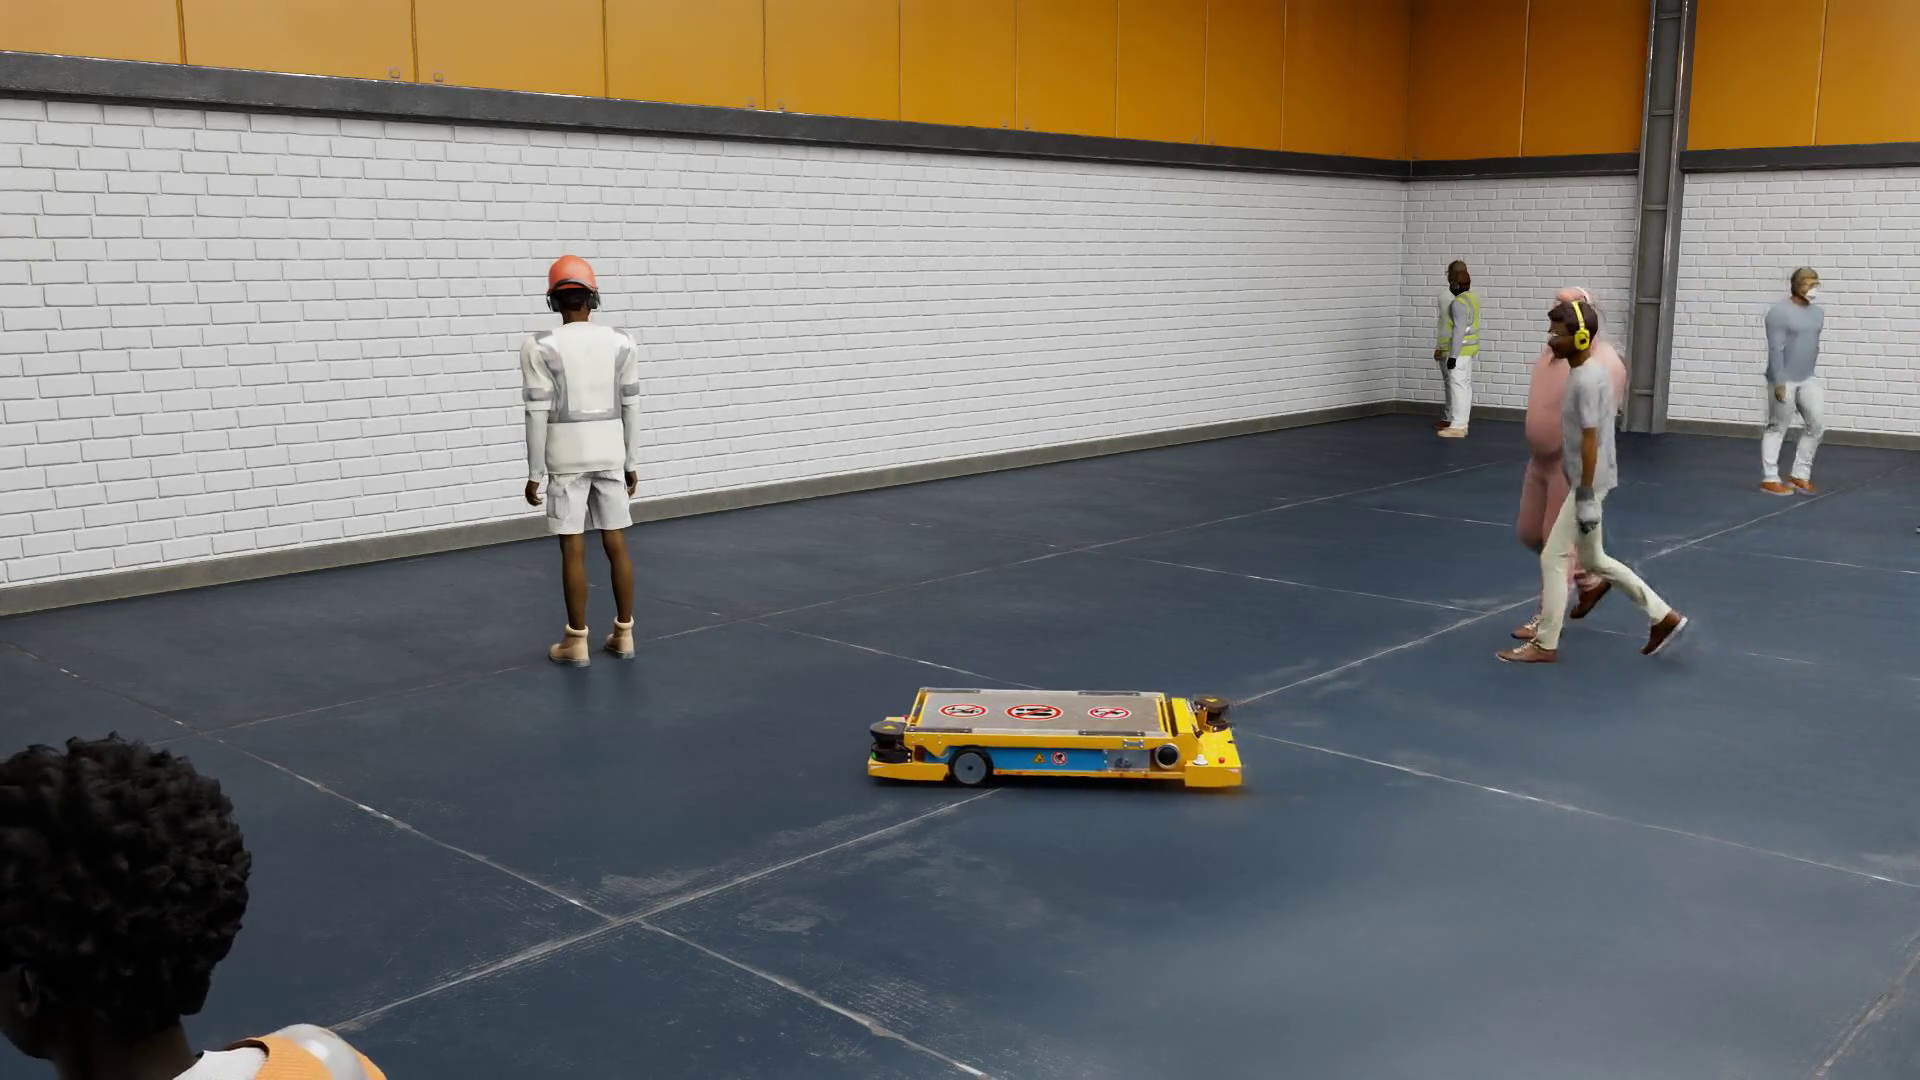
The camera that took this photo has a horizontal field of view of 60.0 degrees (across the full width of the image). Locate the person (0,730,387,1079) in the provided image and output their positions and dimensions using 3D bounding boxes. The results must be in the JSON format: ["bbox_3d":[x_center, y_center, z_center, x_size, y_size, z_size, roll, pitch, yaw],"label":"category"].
[{"bbox_3d":[-0.654,0.995,1.428,0.321,1.690,0.527,3,10,14],"label":"person"}]

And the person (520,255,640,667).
[{"bbox_3d":[-1.890,-0.388,8.296,0.609,2.040,0.394,-7,12,-34],"label":"person"}]

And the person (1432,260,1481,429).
[{"bbox_3d":[5.679,-2.231,19.072,0.629,1.940,0.379,-6,12,-31],"label":"person"}]

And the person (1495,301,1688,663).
[{"bbox_3d":[3.167,-0.258,8.188,0.840,1.834,0.536,3,11,19],"label":"person"}]

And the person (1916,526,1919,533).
[{"bbox_3d":[7.150,-0.906,11.865,0.403,1.826,0.595,-2,10,-11],"label":"person"}]

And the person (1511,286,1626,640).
[{"bbox_3d":[3.239,-0.393,8.759,0.560,1.883,0.661,-2,10,-12],"label":"person"}]

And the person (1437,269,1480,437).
[{"bbox_3d":[5.484,-2.049,18.326,0.430,1.841,0.624,6,11,29],"label":"person"}]

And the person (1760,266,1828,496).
[{"bbox_3d":[6.976,-1.301,13.841,0.638,1.919,0.605,-3,10,-18],"label":"person"}]

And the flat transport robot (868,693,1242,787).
[{"bbox_3d":[0.379,0.780,6.674,1.431,0.197,0.652,1,10,4],"label":"flat transport robot"}]
